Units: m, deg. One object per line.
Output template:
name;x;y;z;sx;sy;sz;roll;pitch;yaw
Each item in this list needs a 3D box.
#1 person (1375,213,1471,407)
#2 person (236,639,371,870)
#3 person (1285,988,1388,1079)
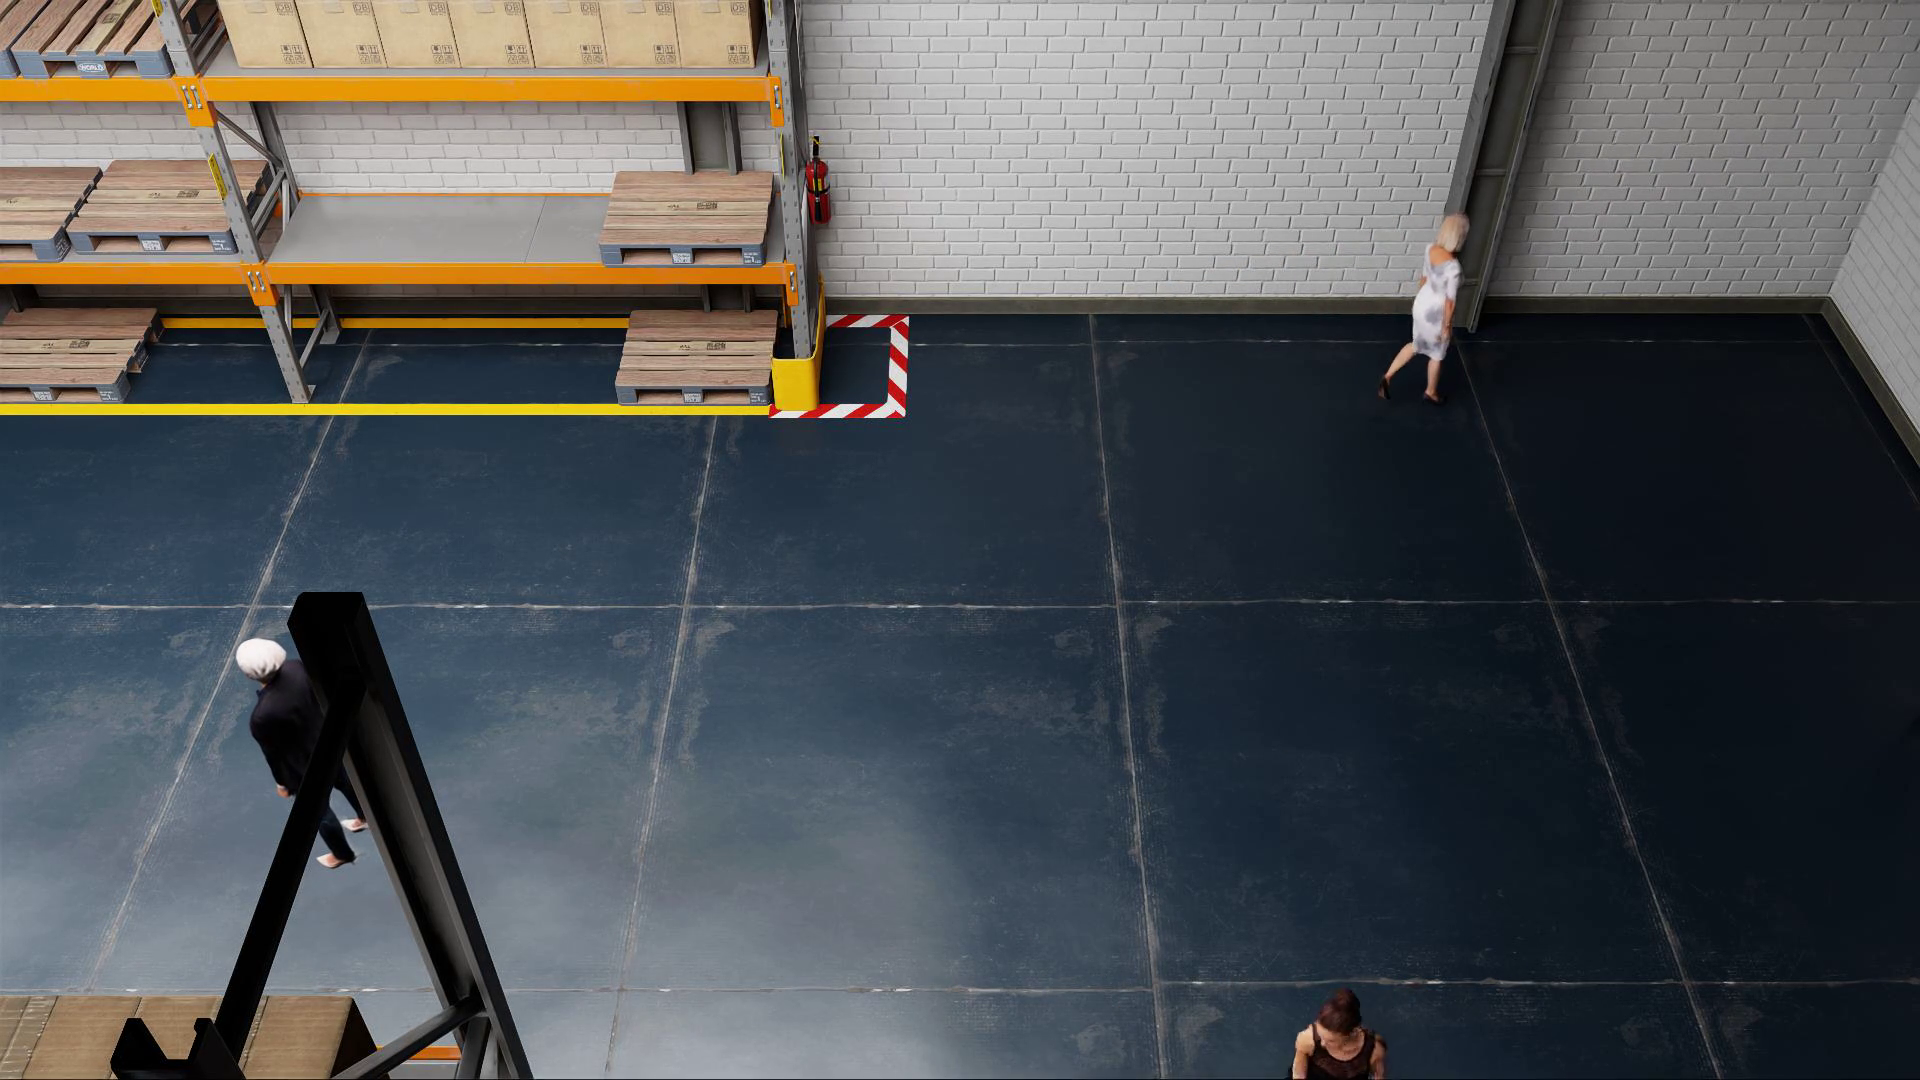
person;3.510;-1.684;12.507;0.956;1.738;0.766;-15;46;-15
person;-3.445;1.098;8.812;0.663;1.779;0.766;9;44;9
person;1.844;2.634;8.024;0.596;1.670;0.937;-2;44;-2
